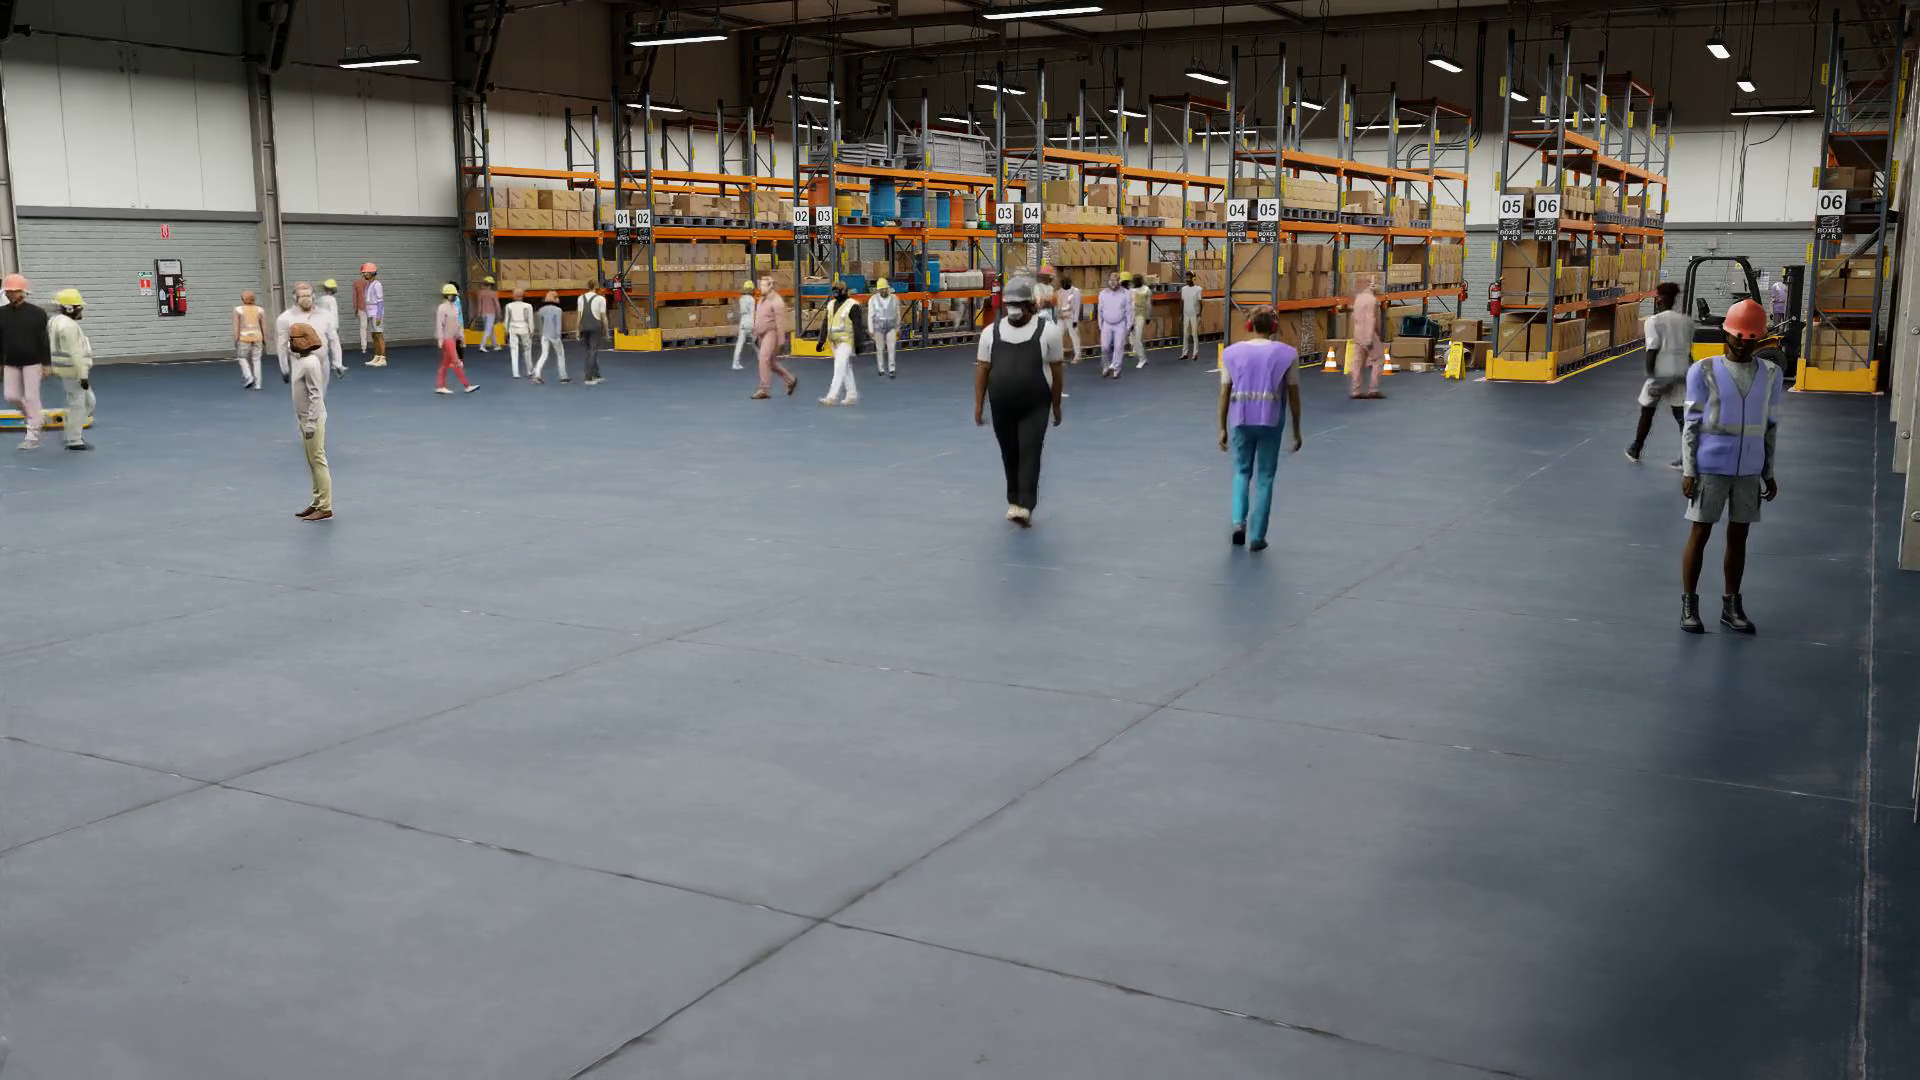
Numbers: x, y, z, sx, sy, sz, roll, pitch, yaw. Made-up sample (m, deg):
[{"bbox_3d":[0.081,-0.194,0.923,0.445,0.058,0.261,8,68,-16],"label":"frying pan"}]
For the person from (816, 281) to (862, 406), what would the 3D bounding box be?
[{"bbox_3d":[-1.812,-2.846,24.190,0.897,1.802,0.626,-8,13,-41],"label":"person"}]

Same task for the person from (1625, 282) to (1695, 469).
[{"bbox_3d":[7.277,-1.699,17.164,0.644,1.898,1.022,-3,10,-14],"label":"person"}]

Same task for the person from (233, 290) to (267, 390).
[{"bbox_3d":[-11.556,-3.250,27.079,0.538,1.623,0.385,-8,12,-39],"label":"person"}]

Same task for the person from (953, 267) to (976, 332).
[{"bbox_3d":[0.154,-6.507,45.368,0.651,1.905,0.985,6,12,33],"label":"person"}]

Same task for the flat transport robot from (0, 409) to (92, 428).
[{"bbox_3d":[-11.775,-1.521,20.919,1.431,0.197,0.652,-4,10,-20],"label":"flat transport robot"}]

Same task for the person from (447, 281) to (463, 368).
[{"bbox_3d":[-9.857,-4.203,32.454,0.319,1.696,0.532,-3,10,-18],"label":"person"}]

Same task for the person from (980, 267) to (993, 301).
[{"bbox_3d":[0.983,-7.836,53.355,0.624,1.824,1.023,1,10,8],"label":"person"}]

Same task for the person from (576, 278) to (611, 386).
[{"bbox_3d":[-6.137,-3.500,28.005,0.568,1.799,0.803,3,10,18],"label":"person"}]

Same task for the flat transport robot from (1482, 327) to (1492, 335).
[{"bbox_3d":[14.139,-5.803,45.988,0.652,0.197,1.431,0,10,-2],"label":"flat transport robot"}]

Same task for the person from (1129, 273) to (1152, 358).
[{"bbox_3d":[3.848,-4.870,36.013,0.619,1.817,0.868,6,12,33],"label":"person"}]

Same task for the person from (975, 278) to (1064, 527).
[{"bbox_3d":[0.441,-1.132,13.466,0.701,2.000,0.972,3,10,17],"label":"person"}]

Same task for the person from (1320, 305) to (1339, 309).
[{"bbox_3d":[9.131,-5.795,41.249,0.847,1.893,0.596,-9,13,-44],"label":"person"}]

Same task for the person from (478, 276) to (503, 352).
[{"bbox_3d":[-10.697,-5.119,37.755,0.542,1.720,0.919,5,11,26],"label":"person"}]

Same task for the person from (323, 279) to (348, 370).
[{"bbox_3d":[-12.079,-4.094,31.663,0.700,1.746,0.531,-7,12,-35],"label":"person"}]

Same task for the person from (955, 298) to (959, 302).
[{"bbox_3d":[-0.107,-7.890,53.477,0.777,1.900,0.571,-5,11,-27],"label":"person"}]

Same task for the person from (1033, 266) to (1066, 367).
[{"bbox_3d":[1.625,-4.423,32.928,1.018,2.005,0.607,8,13,41],"label":"person"}]

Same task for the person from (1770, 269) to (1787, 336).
[{"bbox_3d":[18.292,-5.073,36.913,0.589,1.922,0.389,1,10,8],"label":"person"}]

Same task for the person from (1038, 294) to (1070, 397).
[{"bbox_3d":[1.255,-2.976,25.537,0.796,1.605,0.513,1,10,8],"label":"person"}]

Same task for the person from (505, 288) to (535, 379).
[{"bbox_3d":[-7.870,-3.700,29.787,0.538,1.586,0.848,0,10,1],"label":"person"}]

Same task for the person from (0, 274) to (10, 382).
[{"bbox_3d":[-16.606,-3.687,28.761,0.543,1.928,0.374,6,11,32],"label":"person"}]

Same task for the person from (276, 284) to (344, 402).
[{"bbox_3d":[-7.415,-1.987,19.023,0.640,1.855,0.999,-8,12,-38],"label":"person"}]

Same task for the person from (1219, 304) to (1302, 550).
[{"bbox_3d":[2.224,-0.830,12.341,0.583,1.824,0.449,4,10,21],"label":"person"}]

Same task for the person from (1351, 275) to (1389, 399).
[{"bbox_3d":[6.297,-3.079,25.299,0.689,1.883,0.680,-1,10,-8],"label":"person"}]

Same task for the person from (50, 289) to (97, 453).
[{"bbox_3d":[-9.802,-1.867,18.427,0.447,1.814,0.615,-7,12,-37],"label":"person"}]

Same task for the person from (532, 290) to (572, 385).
[{"bbox_3d":[-6.985,-3.445,28.298,0.509,1.597,0.831,5,11,27],"label":"person"}]

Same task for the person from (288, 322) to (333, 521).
[{"bbox_3d":[-5.373,-0.972,13.719,0.279,1.634,0.499,-5,11,-28],"label":"person"}]

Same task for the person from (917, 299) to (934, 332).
[{"bbox_3d":[-1.005,-6.920,47.672,0.543,1.933,0.364,2,10,13],"label":"person"}]

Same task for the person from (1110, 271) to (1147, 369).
[{"bbox_3d":[3.257,-4.238,32.095,0.933,1.892,0.597,-7,12,-35],"label":"person"}]

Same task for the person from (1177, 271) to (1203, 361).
[{"bbox_3d":[4.815,-4.674,34.723,0.514,1.865,0.327,7,12,37],"label":"person"}]

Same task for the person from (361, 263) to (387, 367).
[{"bbox_3d":[-11.580,-4.441,32.831,0.396,2.044,0.609,-7,12,-37],"label":"person"}]

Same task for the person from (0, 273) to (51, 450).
[{"bbox_3d":[-10.589,-2.022,18.844,0.637,1.980,0.561,0,10,-1],"label":"person"}]

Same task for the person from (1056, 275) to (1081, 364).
[{"bbox_3d":[2.114,-4.432,33.496,0.876,1.790,0.656,-9,13,-42],"label":"person"}]

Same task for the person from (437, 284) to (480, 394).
[{"bbox_3d":[-7.920,-3.152,26.178,0.852,1.724,0.548,2,10,9],"label":"person"}]

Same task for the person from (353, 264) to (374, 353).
[{"bbox_3d":[-13.368,-5.226,37.561,0.622,1.996,0.370,-2,10,-12],"label":"person"}]

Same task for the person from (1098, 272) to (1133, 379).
[{"bbox_3d":[2.749,-3.801,29.554,0.650,1.890,0.488,3,10,16],"label":"person"}]

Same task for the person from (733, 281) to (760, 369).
[{"bbox_3d":[-4.070,-4.162,32.207,0.510,1.686,0.917,10,14,44],"label":"person"}]

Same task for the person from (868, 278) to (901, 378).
[{"bbox_3d":[-1.334,-3.768,29.644,0.616,1.779,0.871,-2,10,-10],"label":"person"}]

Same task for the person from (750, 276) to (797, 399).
[{"bbox_3d":[-2.871,-3.111,25.522,0.804,1.877,0.640,-6,11,-29],"label":"person"}]

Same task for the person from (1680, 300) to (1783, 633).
[{"bbox_3d":[4.452,-0.415,9.600,0.542,1.927,0.374,0,10,3],"label":"person"}]
